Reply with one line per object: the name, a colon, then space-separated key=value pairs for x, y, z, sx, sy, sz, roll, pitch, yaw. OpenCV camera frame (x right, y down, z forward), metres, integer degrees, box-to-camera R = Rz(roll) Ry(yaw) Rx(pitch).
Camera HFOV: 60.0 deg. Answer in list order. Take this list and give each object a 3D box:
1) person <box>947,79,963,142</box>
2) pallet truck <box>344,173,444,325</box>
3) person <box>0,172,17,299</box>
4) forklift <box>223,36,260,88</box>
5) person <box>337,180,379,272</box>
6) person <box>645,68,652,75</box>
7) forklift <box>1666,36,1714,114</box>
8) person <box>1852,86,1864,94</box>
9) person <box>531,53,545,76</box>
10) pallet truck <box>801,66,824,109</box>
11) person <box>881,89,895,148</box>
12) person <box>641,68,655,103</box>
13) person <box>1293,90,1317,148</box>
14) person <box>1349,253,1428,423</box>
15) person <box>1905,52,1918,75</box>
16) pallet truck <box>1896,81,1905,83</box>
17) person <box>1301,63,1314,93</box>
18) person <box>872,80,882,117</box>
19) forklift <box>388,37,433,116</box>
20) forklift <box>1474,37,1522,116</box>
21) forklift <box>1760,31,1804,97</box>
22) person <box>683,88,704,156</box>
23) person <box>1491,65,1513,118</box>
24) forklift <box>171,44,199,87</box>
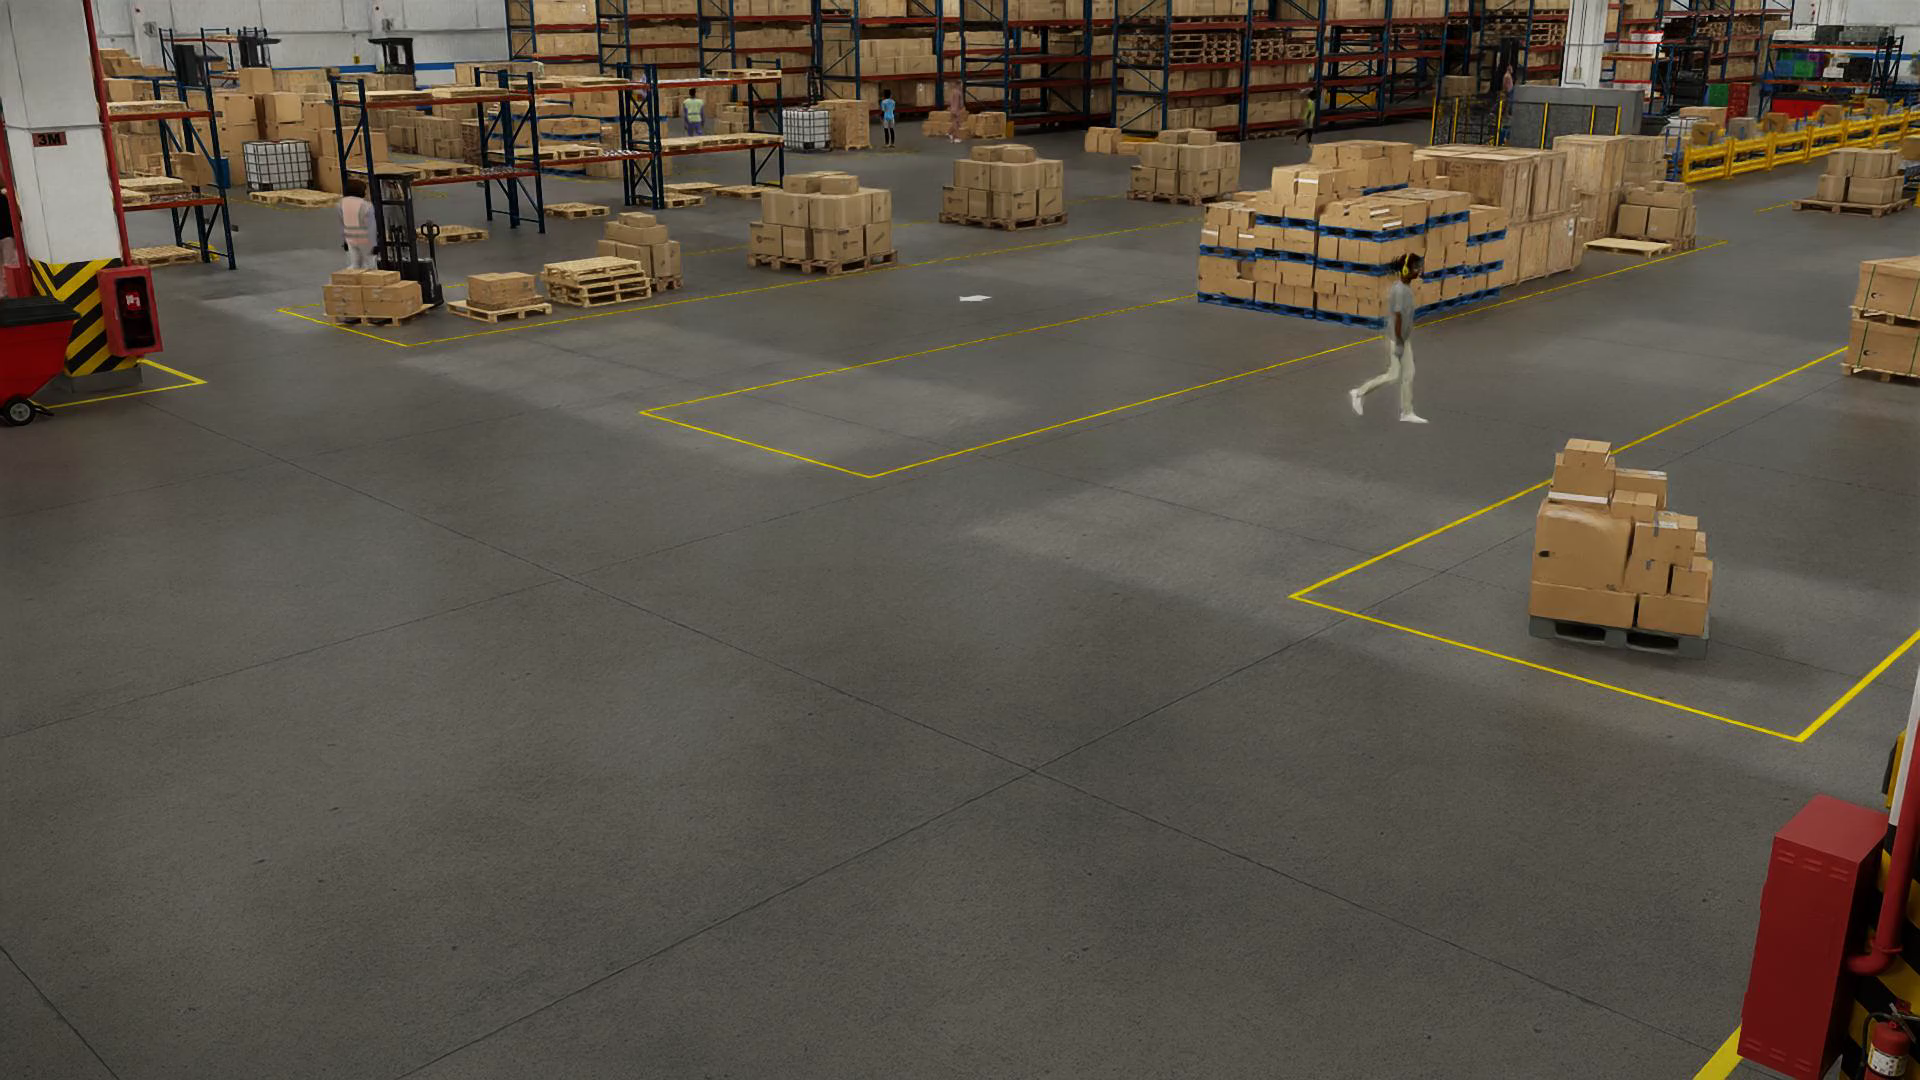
person: x=-0.109 y=-13.140 z=50.934 sx=0.438 sy=1.884 sz=0.710 roll=-1 pitch=18 yaw=-5
pallet truck: x=-8.209 y=-4.181 z=23.757 sx=0.823 sy=1.965 sz=1.885 roll=3 pitch=19 yaw=9
person: x=-14.330 y=-4.546 z=24.867 sx=0.612 sy=1.991 sz=0.392 roll=5 pitch=19 yaw=15
forklift: x=-26.428 y=-17.328 z=61.989 sx=1.129 sy=2.768 sz=1.873 roll=17 pitch=25 yaw=41
person: x=-8.970 y=-4.439 z=24.801 sx=0.647 sy=1.827 sz=0.583 roll=5 pitch=19 yaw=15
person: x=-12.119 y=-17.629 z=64.904 sx=0.855 sy=1.592 sz=0.533 roll=-14 pitch=23 yaw=-35
forklift: x=27.341 y=-17.291 z=61.877 sx=1.129 sy=2.768 sz=1.873 roll=17 pitch=25 yaw=41
person: x=32.625 y=-16.192 z=60.413 sx=0.533 sy=1.697 sz=0.322 roll=-6 pitch=19 yaw=-18
person: x=-17.347 y=-18.931 z=68.200 sx=0.622 sy=1.993 sz=0.382 roll=-4 pitch=19 yaw=-12
pallet truck: x=-4.812 y=-15.182 z=56.903 sx=0.823 sy=1.965 sz=1.885 roll=-9 pitch=21 yaw=-26
person: x=-2.128 y=-12.436 z=49.095 sx=0.318 sy=1.700 sz=0.534 roll=16 pitch=24 yaw=40
person: x=-10.941 y=-15.620 z=58.371 sx=0.643 sy=1.916 sz=0.903 roll=-15 pitch=23 yaw=-38
person: x=10.231 y=-12.456 z=49.173 sx=0.605 sy=1.680 sz=0.546 roll=2 pitch=18 yaw=6
person: x=4.700 y=-2.182 z=17.975 sx=0.782 sy=1.852 sz=0.523 roll=10 pitch=21 yaw=27
person: x=43.889 y=-21.618 z=76.719 sx=0.516 sy=1.709 sz=0.479 roll=-14 pitch=23 yaw=-35
pallet truck: x=34.802 y=-16.331 z=61.455 sx=0.653 sy=1.274 sz=1.630 roll=17 pitch=25 yaw=41
person: x=14.347 y=-18.994 z=68.660 sx=0.566 sy=1.827 sz=0.690 roll=-13 pitch=22 yaw=-34
person: x=-3.184 y=-16.465 z=60.917 sx=0.623 sy=1.913 sz=1.024 roll=13 pitch=23 yaw=35
forklift: x=-20.224 y=-16.850 z=60.550 sx=1.129 sy=2.768 sz=1.873 roll=9 pitch=20 yaw=26
forklift: x=20.061 y=-16.955 z=60.864 sx=1.873 sy=2.768 sz=1.129 roll=17 pitch=25 yaw=41
forklift: x=35.462 y=-20.301 z=70.947 sx=1.129 sy=2.768 sz=1.873 roll=-10 pitch=21 yaw=-27
person: x=-7.482 y=-11.755 z=46.793 sx=0.618 sy=1.863 sz=1.026 roll=-7 pitch=19 yaw=-19
person: x=19.745 y=-16.238 z=60.286 sx=0.770 sy=1.868 sz=0.659 roll=5 pitch=19 yaw=16
forklift: x=-24.593 y=-14.348 z=53.009 sx=1.129 sy=2.768 sz=1.873 roll=17 pitch=25 yaw=41
